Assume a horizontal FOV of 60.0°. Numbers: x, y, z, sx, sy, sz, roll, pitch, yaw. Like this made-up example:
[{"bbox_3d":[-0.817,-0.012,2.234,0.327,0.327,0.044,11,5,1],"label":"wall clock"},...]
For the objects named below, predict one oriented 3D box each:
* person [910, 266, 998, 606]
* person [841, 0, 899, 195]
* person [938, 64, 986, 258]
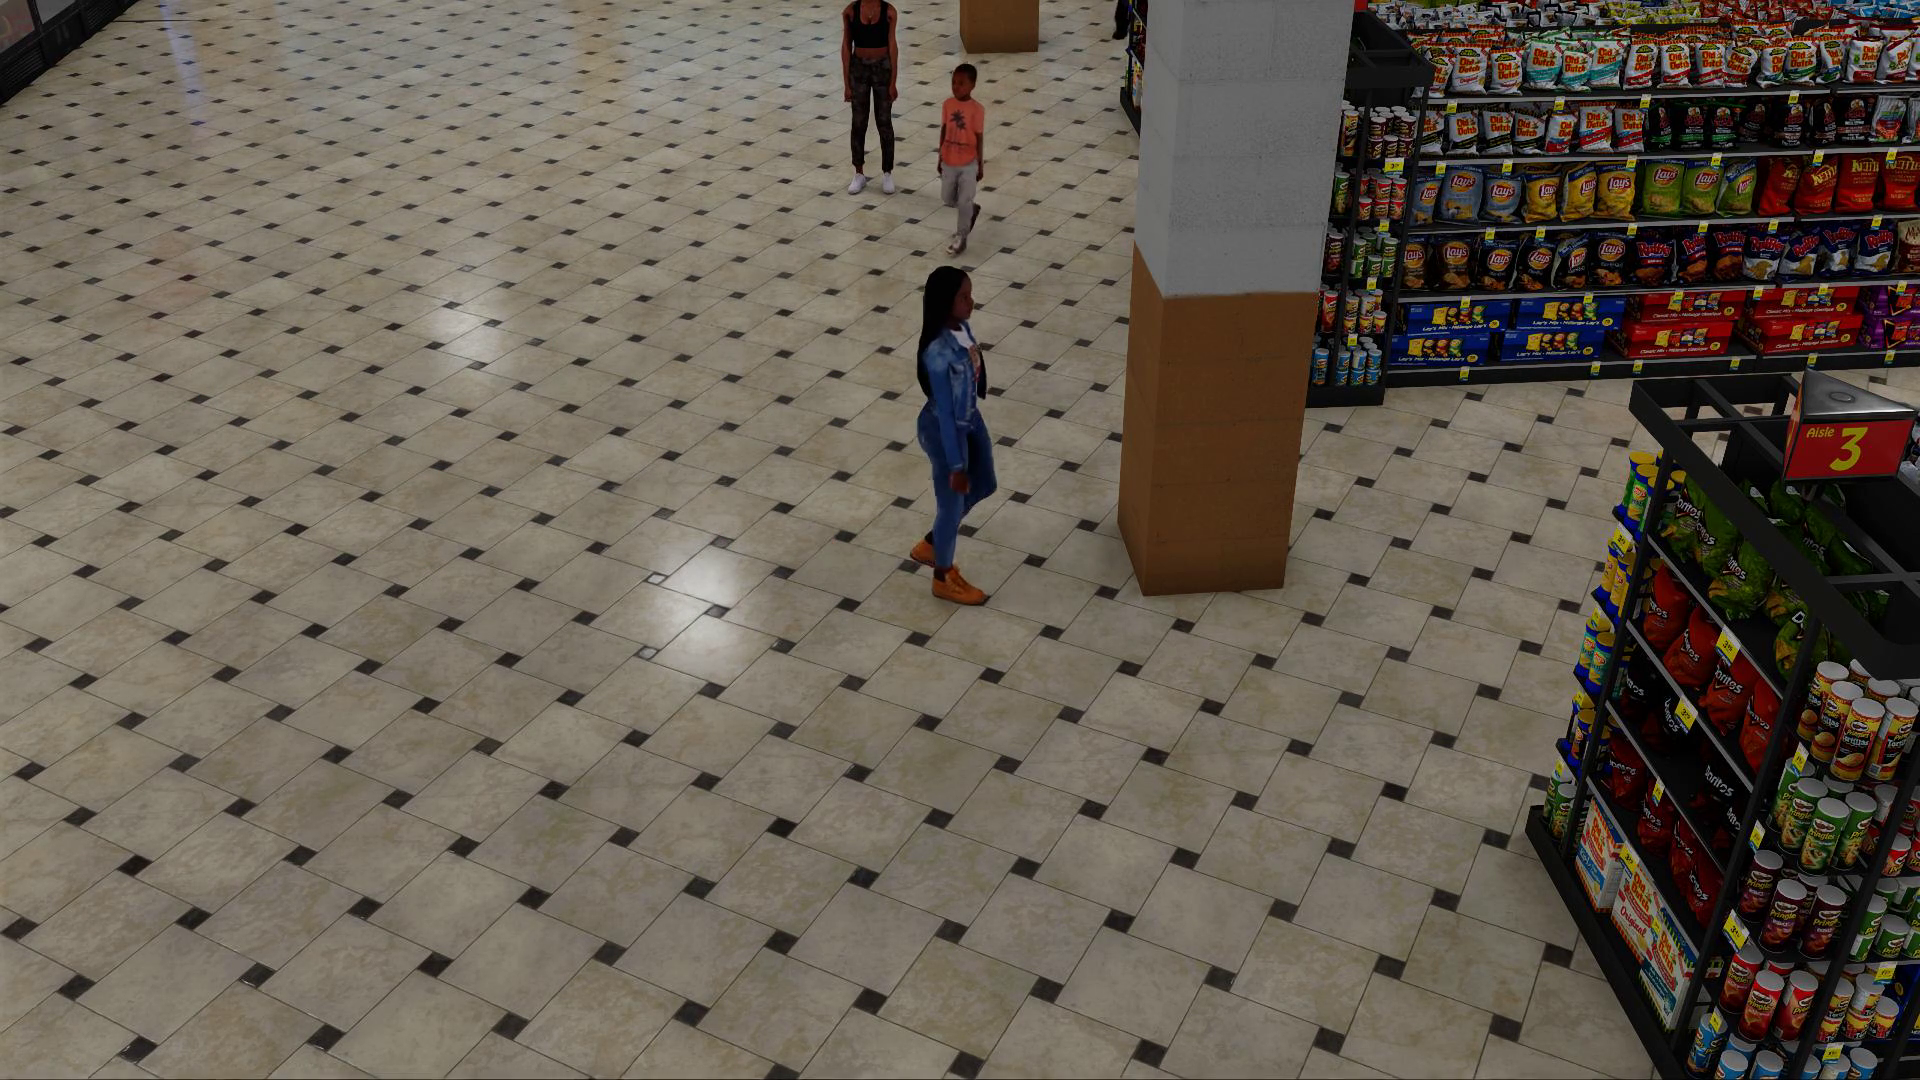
[{"bbox_3d":[-0.124,-0.462,7.603,0.736,1.706,0.726,6,32,10],"label":"person"},{"bbox_3d":[-0.660,-3.442,12.401,0.505,1.698,0.658,1,32,2],"label":"person"},{"bbox_3d":[0.036,-2.649,11.502,0.757,1.302,0.780,18,36,26],"label":"person"}]
